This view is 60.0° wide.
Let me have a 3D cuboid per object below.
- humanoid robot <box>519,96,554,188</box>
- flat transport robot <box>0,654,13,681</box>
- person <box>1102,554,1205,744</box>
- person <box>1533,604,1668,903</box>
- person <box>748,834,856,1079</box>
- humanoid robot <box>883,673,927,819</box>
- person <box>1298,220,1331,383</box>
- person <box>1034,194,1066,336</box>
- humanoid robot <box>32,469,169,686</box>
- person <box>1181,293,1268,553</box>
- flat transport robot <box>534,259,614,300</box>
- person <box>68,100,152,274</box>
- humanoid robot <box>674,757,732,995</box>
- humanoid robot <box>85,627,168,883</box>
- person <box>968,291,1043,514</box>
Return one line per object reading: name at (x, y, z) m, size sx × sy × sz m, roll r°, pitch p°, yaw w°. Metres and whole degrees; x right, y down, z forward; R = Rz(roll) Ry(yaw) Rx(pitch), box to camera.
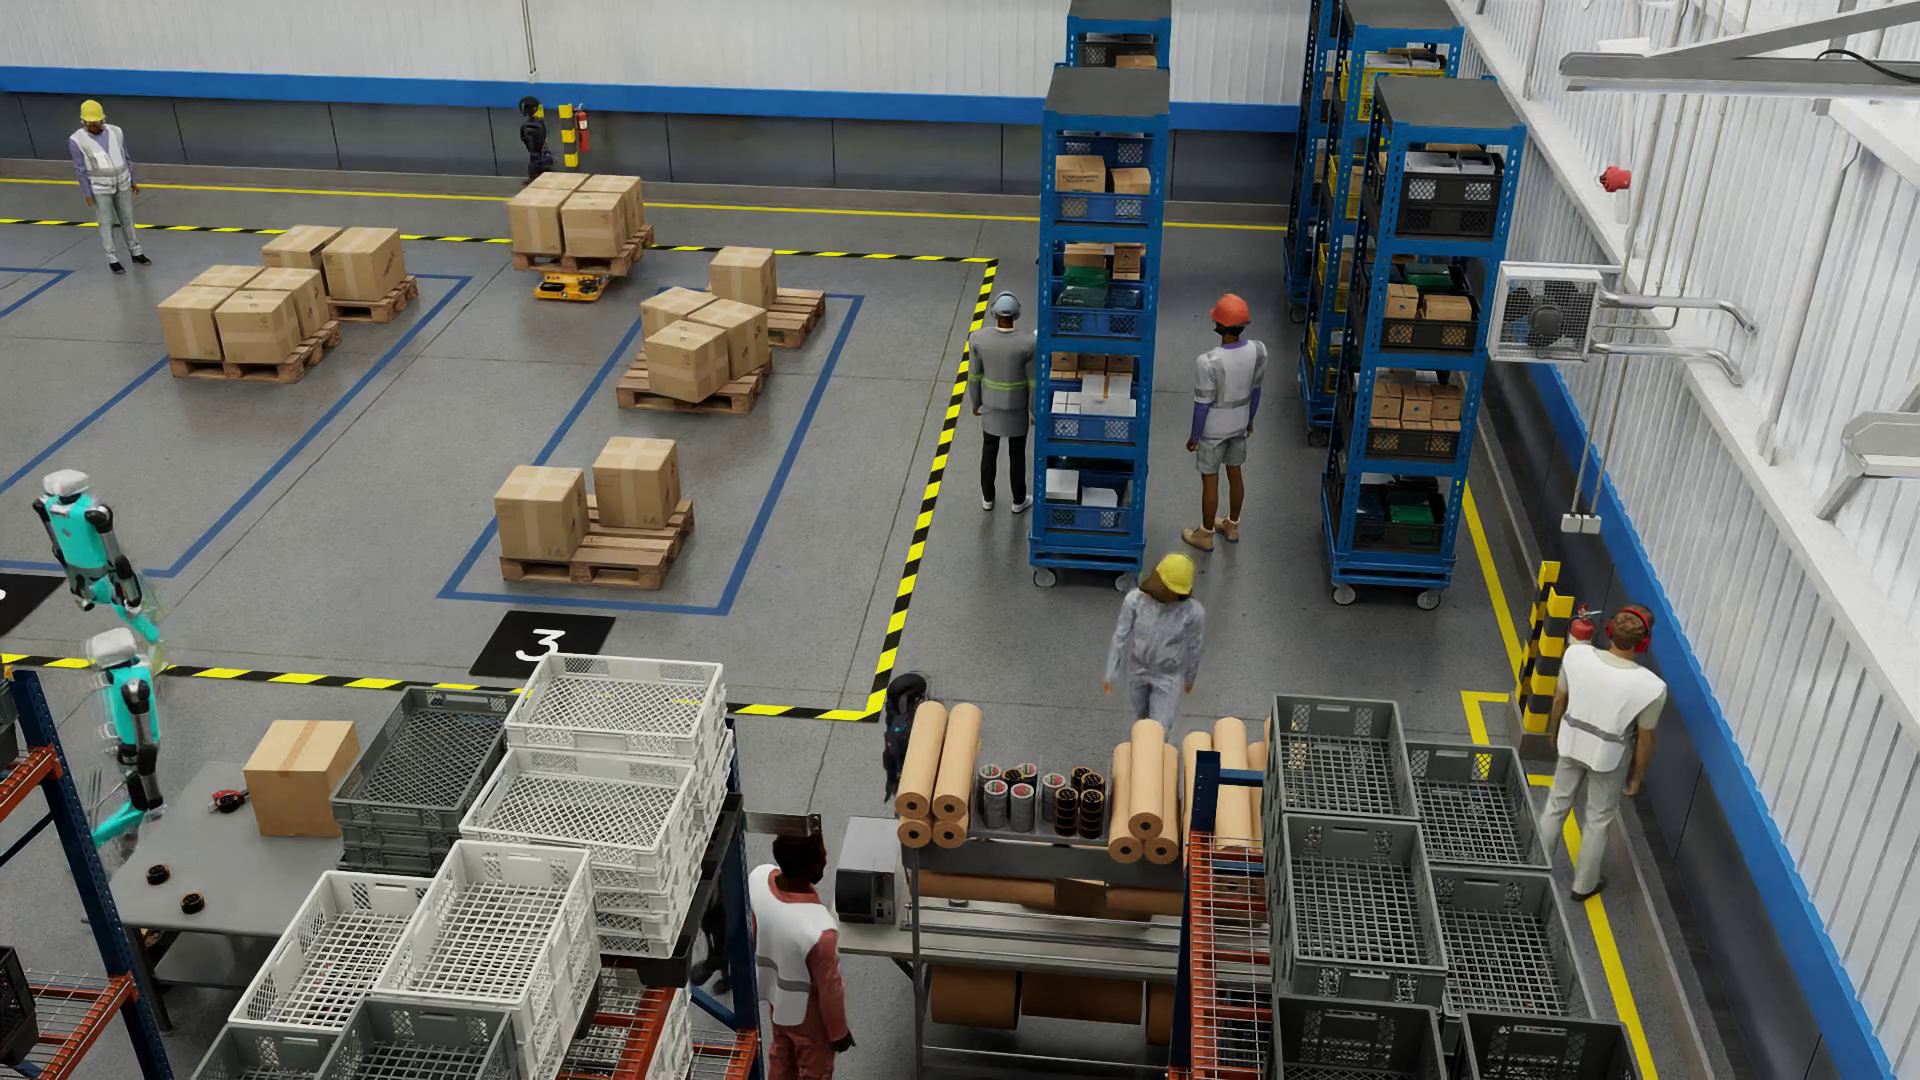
humanoid robot at (-4.573, -4.057, 18.239) m, size 0.448 × 1.643 × 0.600 m, roll -1°, pitch 30°, yaw -2°
flat transport robot at (-7.142, 0.969, 11.010) m, size 1.431 × 0.231 × 0.659 m, roll 3°, pitch 30°, yaw 6°
person at (1.121, 0.843, 9.799) m, size 0.516 × 1.702 × 0.800 m, roll 12°, pitch 32°, yaw 19°
person at (3.466, 1.177, 9.091) m, size 0.569 × 1.839 × 0.380 m, roll 24°, pitch 38°, yaw 35°
person at (-0.719, 2.073, 7.495) m, size 0.398 × 1.898 × 0.588 m, roll -22°, pitch 37°, yaw -33°
humanoid robot at (-0.252, 1.387, 8.916) m, size 0.699 × 1.633 × 0.596 m, roll -20°, pitch 36°, yaw -30°
person at (3.329, -2.277, 14.993) m, size 0.315 × 1.869 × 0.533 m, roll 25°, pitch 39°, yaw 36°
person at (0.942, -2.818, 15.917) m, size 0.509 × 1.876 × 0.329 m, roll -19°, pitch 35°, yaw -30°
humanoid robot at (-5.411, 0.273, 10.773) m, size 0.535 × 1.794 × 0.835 m, roll 9°, pitch 31°, yaw 15°
person at (1.953, -0.869, 12.401) m, size 0.607 × 2.047 × 0.367 m, roll -17°, pitch 34°, yaw -26°
flat transport robot at (-3.962, -2.905, 17.635) m, size 0.652 × 0.197 × 1.431 m, roll 4°, pitch 30°, yaw 7°
person at (-8.961, -3.738, 17.545) m, size 0.404 × 1.825 × 0.591 m, roll 21°, pitch 36°, yaw 32°
humanoid robot at (-1.351, 1.722, 8.335) m, size 0.616 × 1.641 × 0.585 m, roll -17°, pitch 34°, yaw -26°
humanoid robot at (-4.536, 1.332, 8.944) m, size 0.895 × 1.778 × 0.544 m, roll -19°, pitch 35°, yaw -29°
person at (0.358, -1.067, 12.933) m, size 0.590 × 1.852 × 0.365 m, roll 8°, pitch 31°, yaw 13°
